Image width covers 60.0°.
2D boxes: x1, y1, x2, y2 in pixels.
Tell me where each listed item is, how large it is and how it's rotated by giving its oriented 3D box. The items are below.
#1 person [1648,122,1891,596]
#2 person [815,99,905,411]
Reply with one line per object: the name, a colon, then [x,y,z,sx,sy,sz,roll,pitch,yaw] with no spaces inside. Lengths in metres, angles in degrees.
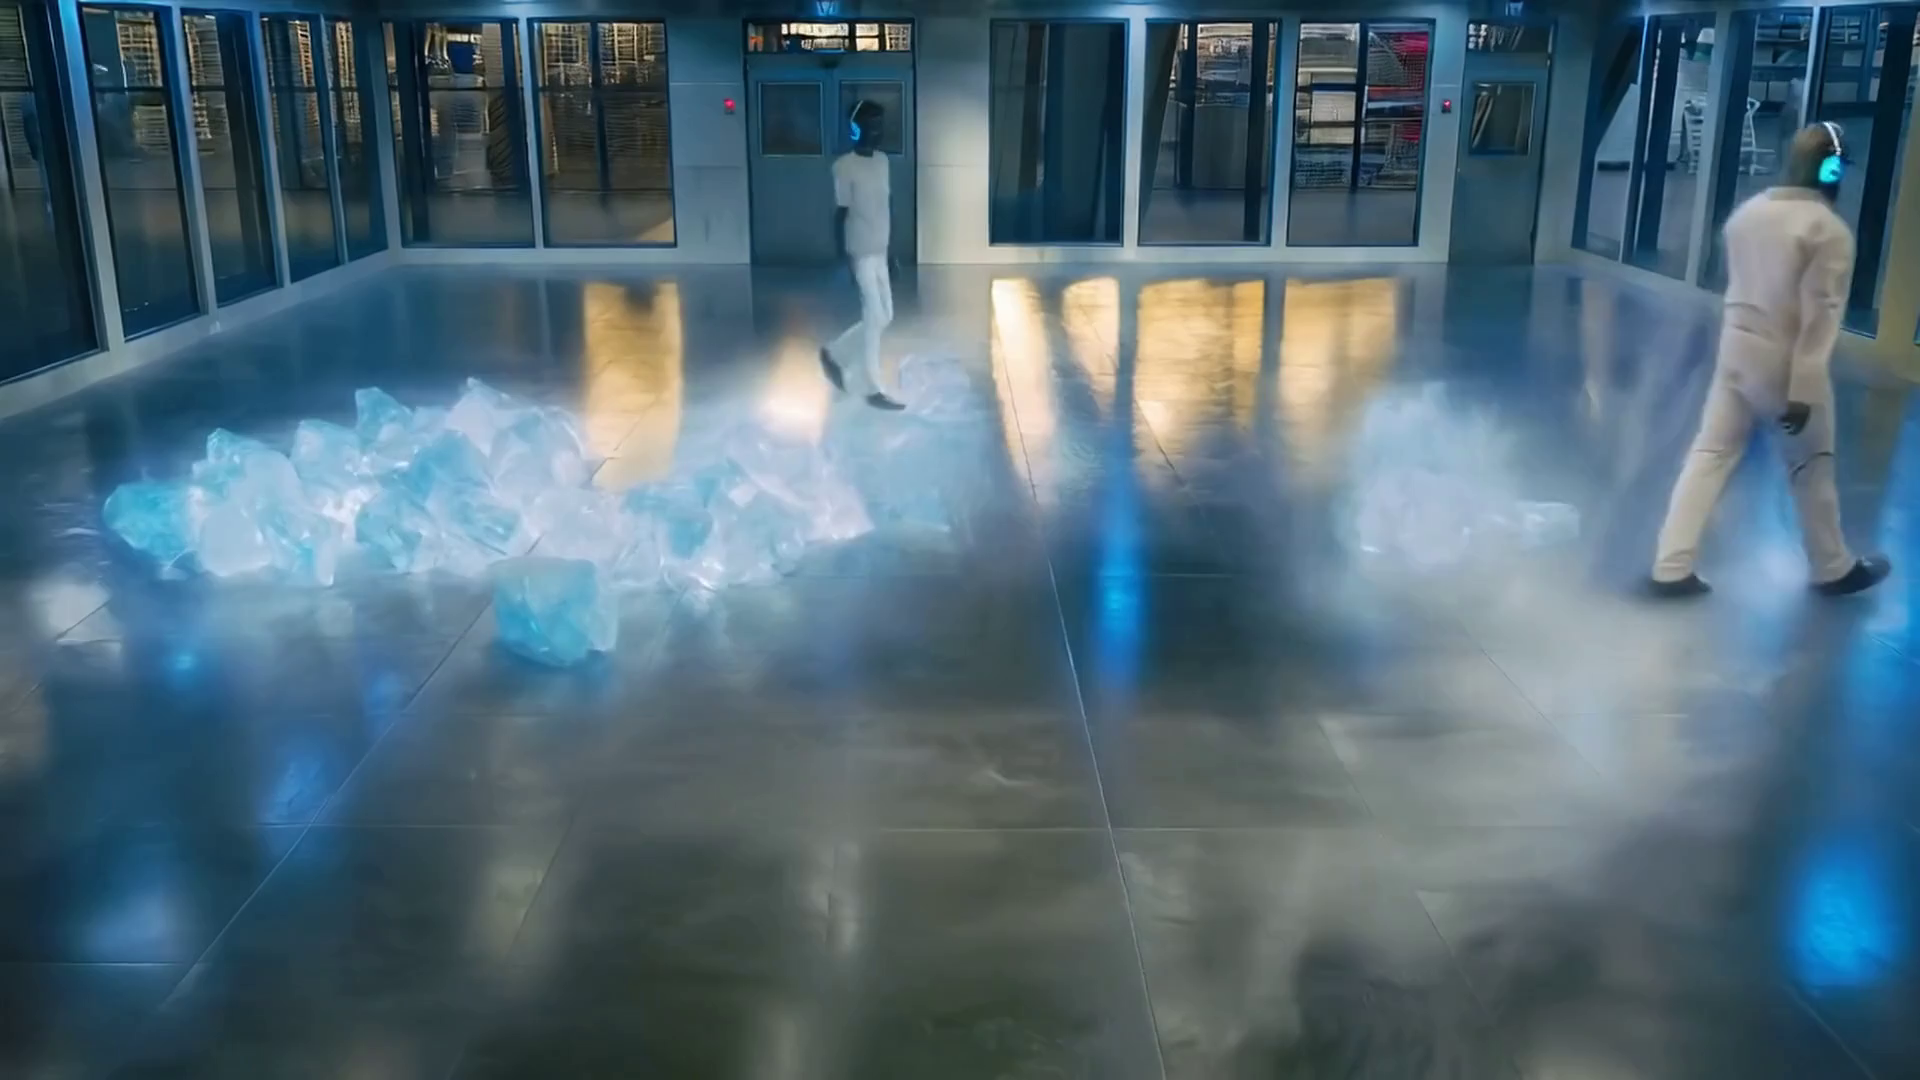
person: [3.207,-0.667,6.458,0.990,1.853,0.653,-4,17,-15]
person: [-0.604,-1.722,10.075,0.633,1.850,0.530,9,19,29]
